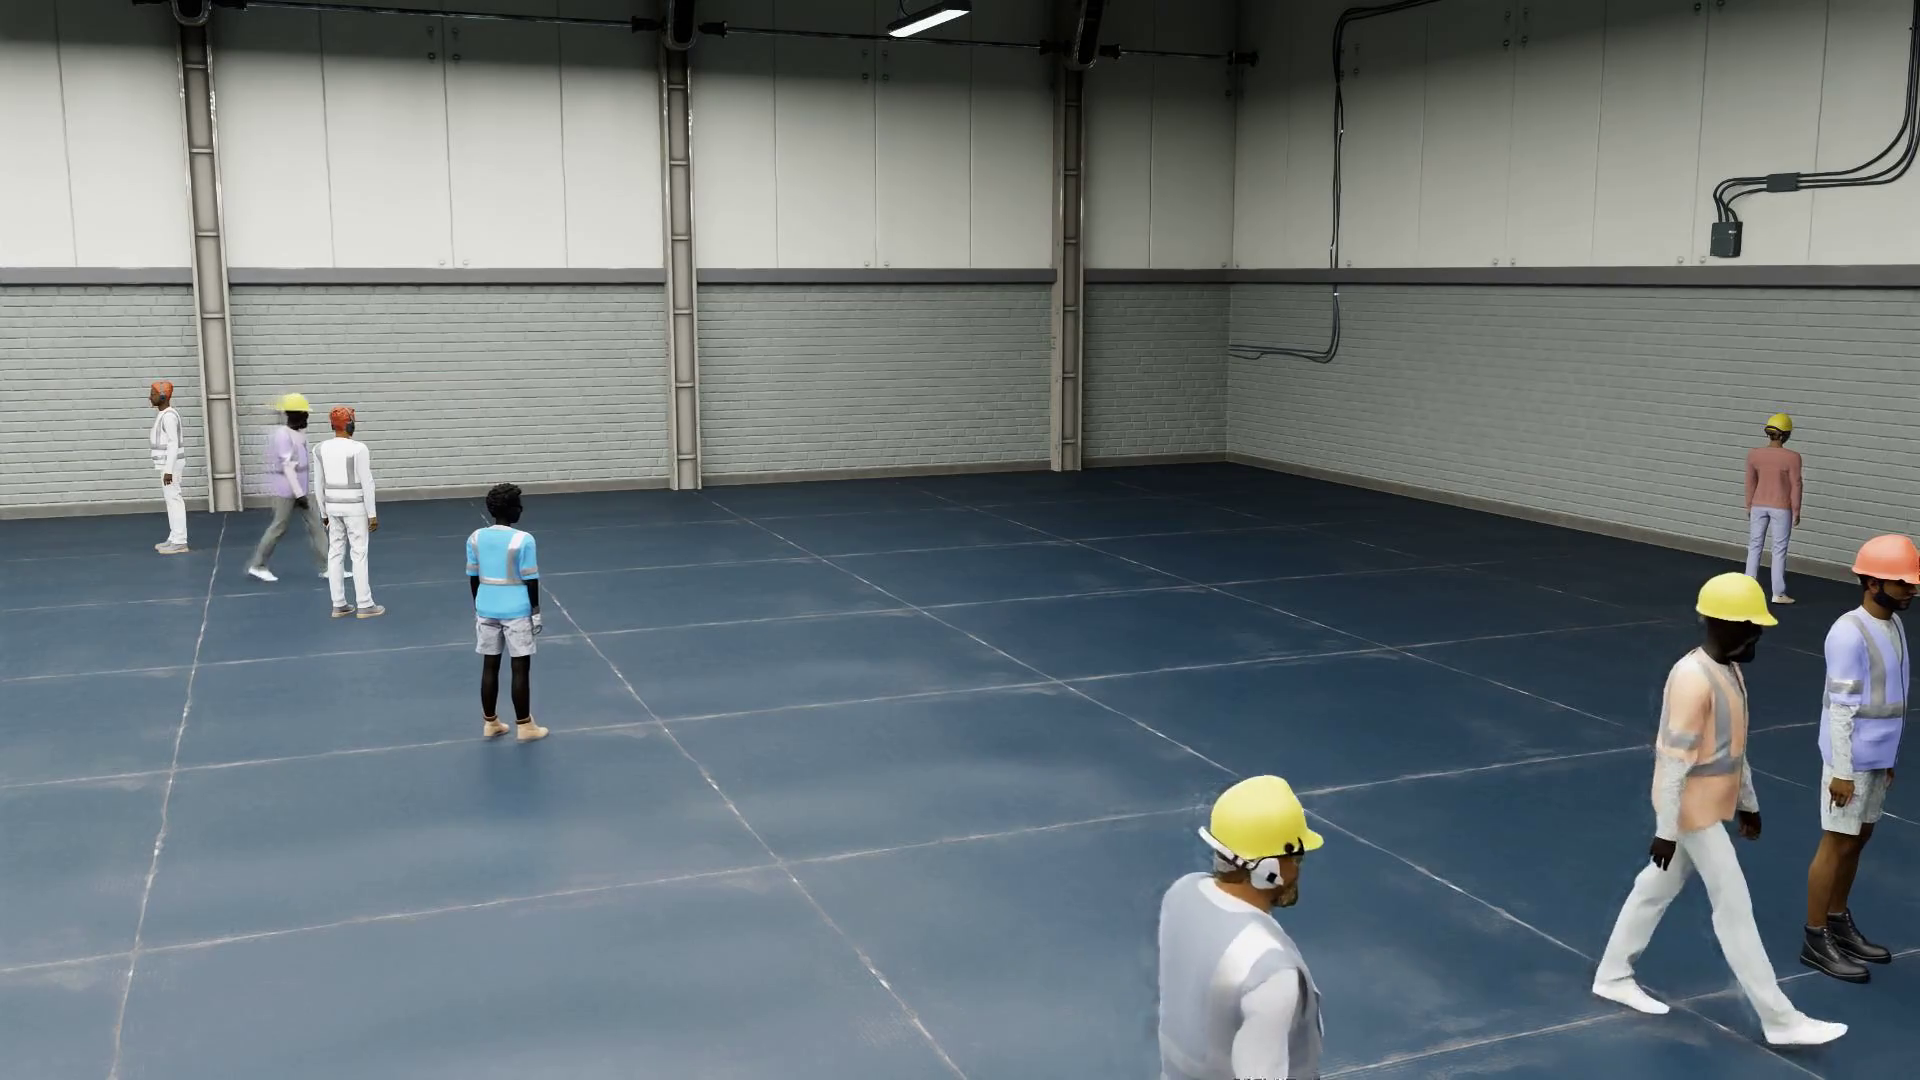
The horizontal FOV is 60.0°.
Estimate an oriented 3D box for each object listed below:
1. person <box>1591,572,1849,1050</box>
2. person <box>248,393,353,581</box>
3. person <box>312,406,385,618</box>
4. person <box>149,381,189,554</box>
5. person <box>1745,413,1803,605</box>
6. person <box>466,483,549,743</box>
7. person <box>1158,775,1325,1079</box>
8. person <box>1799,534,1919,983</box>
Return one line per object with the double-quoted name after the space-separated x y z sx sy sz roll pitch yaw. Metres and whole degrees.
3.024 1.055 6.597 0.974 1.871 0.613 6 11 33 "person"
-6.617 -0.513 16.482 1.006 1.881 0.587 1 9 3 "person"
-5.423 -0.243 14.737 0.573 1.883 0.355 3 9 15 "person"
-8.669 -0.794 18.199 0.355 1.882 0.575 -5 10 -30 "person"
7.522 -0.288 15.386 0.310 1.769 0.522 -7 11 -37 "person"
-2.949 0.473 10.818 0.537 1.697 0.320 4 10 22 "person"
0.655 1.470 4.261 0.880 1.799 0.588 -3 10 -20 "person"
3.935 0.929 7.203 0.550 1.935 0.376 -8 12 -42 "person"
